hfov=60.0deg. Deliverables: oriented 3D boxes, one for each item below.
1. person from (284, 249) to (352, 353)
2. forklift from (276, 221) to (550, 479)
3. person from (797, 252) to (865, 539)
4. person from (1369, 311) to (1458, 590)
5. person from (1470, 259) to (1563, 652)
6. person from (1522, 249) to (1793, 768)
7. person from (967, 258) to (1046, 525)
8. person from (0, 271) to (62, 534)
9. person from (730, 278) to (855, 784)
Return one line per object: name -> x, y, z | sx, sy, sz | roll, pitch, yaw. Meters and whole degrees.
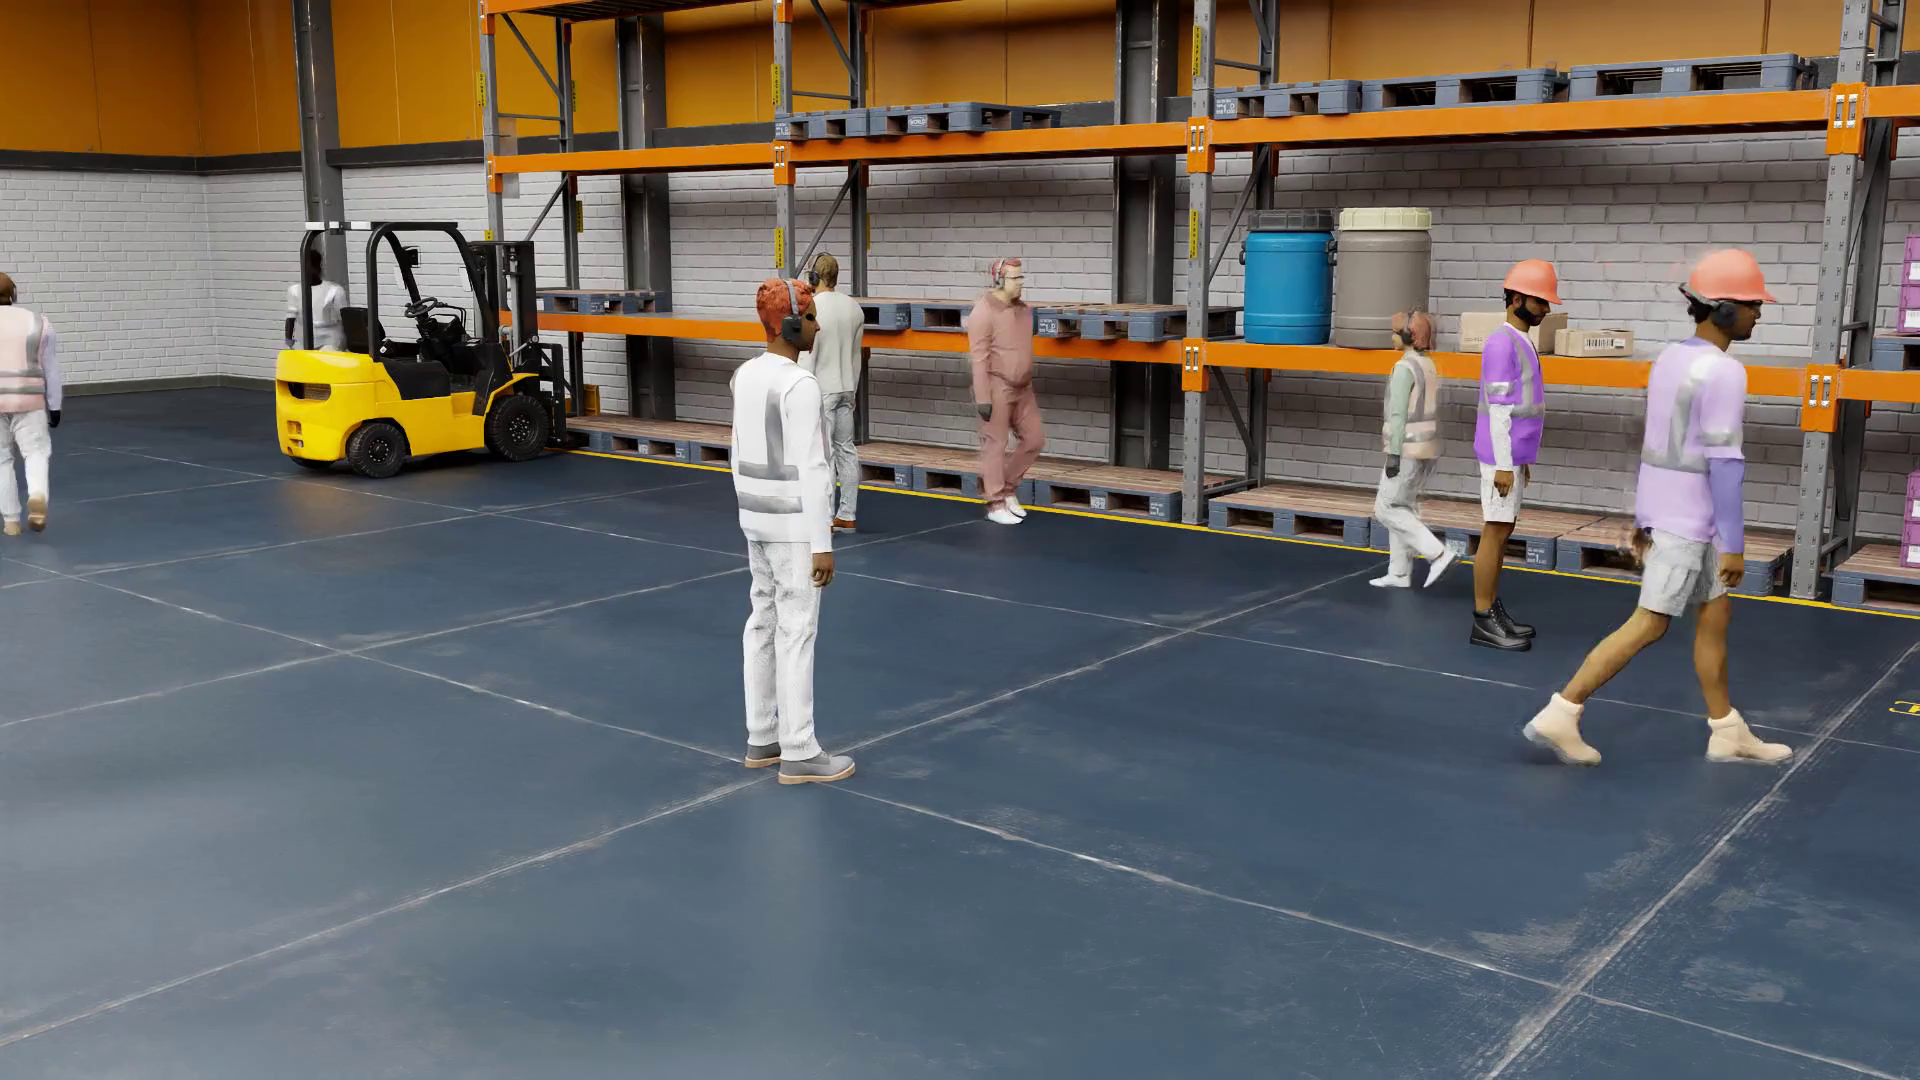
person -> -6.609, -2.008, 17.080 | 0.612, 1.925, 0.745 | 1, 10, 6
forklift -> -4.922, -1.741, 14.854 | 1.214, 2.155, 2.313 | 8, 13, 38
person -> -0.912, -0.976, 11.324 | 0.373, 1.940, 0.627 | 7, 13, 36
person -> 2.601, -0.490, 9.494 | 0.453, 1.622, 0.532 | 6, 12, 31
person -> 2.761, -0.422, 8.286 | 0.375, 1.927, 0.543 | 5, 11, 25
person -> 2.681, -0.093, 6.299 | 1.032, 2.002, 0.622 | 1, 10, 5
person -> 0.342, -1.050, 11.839 | 0.433, 1.895, 0.670 | 9, 13, 40
person -> -6.449, -0.912, 11.290 | 0.637, 1.820, 0.662 | -6, 12, -30
person -> -0.644, -0.030, 6.233 | 0.348, 1.882, 0.584 | -7, 12, -34
